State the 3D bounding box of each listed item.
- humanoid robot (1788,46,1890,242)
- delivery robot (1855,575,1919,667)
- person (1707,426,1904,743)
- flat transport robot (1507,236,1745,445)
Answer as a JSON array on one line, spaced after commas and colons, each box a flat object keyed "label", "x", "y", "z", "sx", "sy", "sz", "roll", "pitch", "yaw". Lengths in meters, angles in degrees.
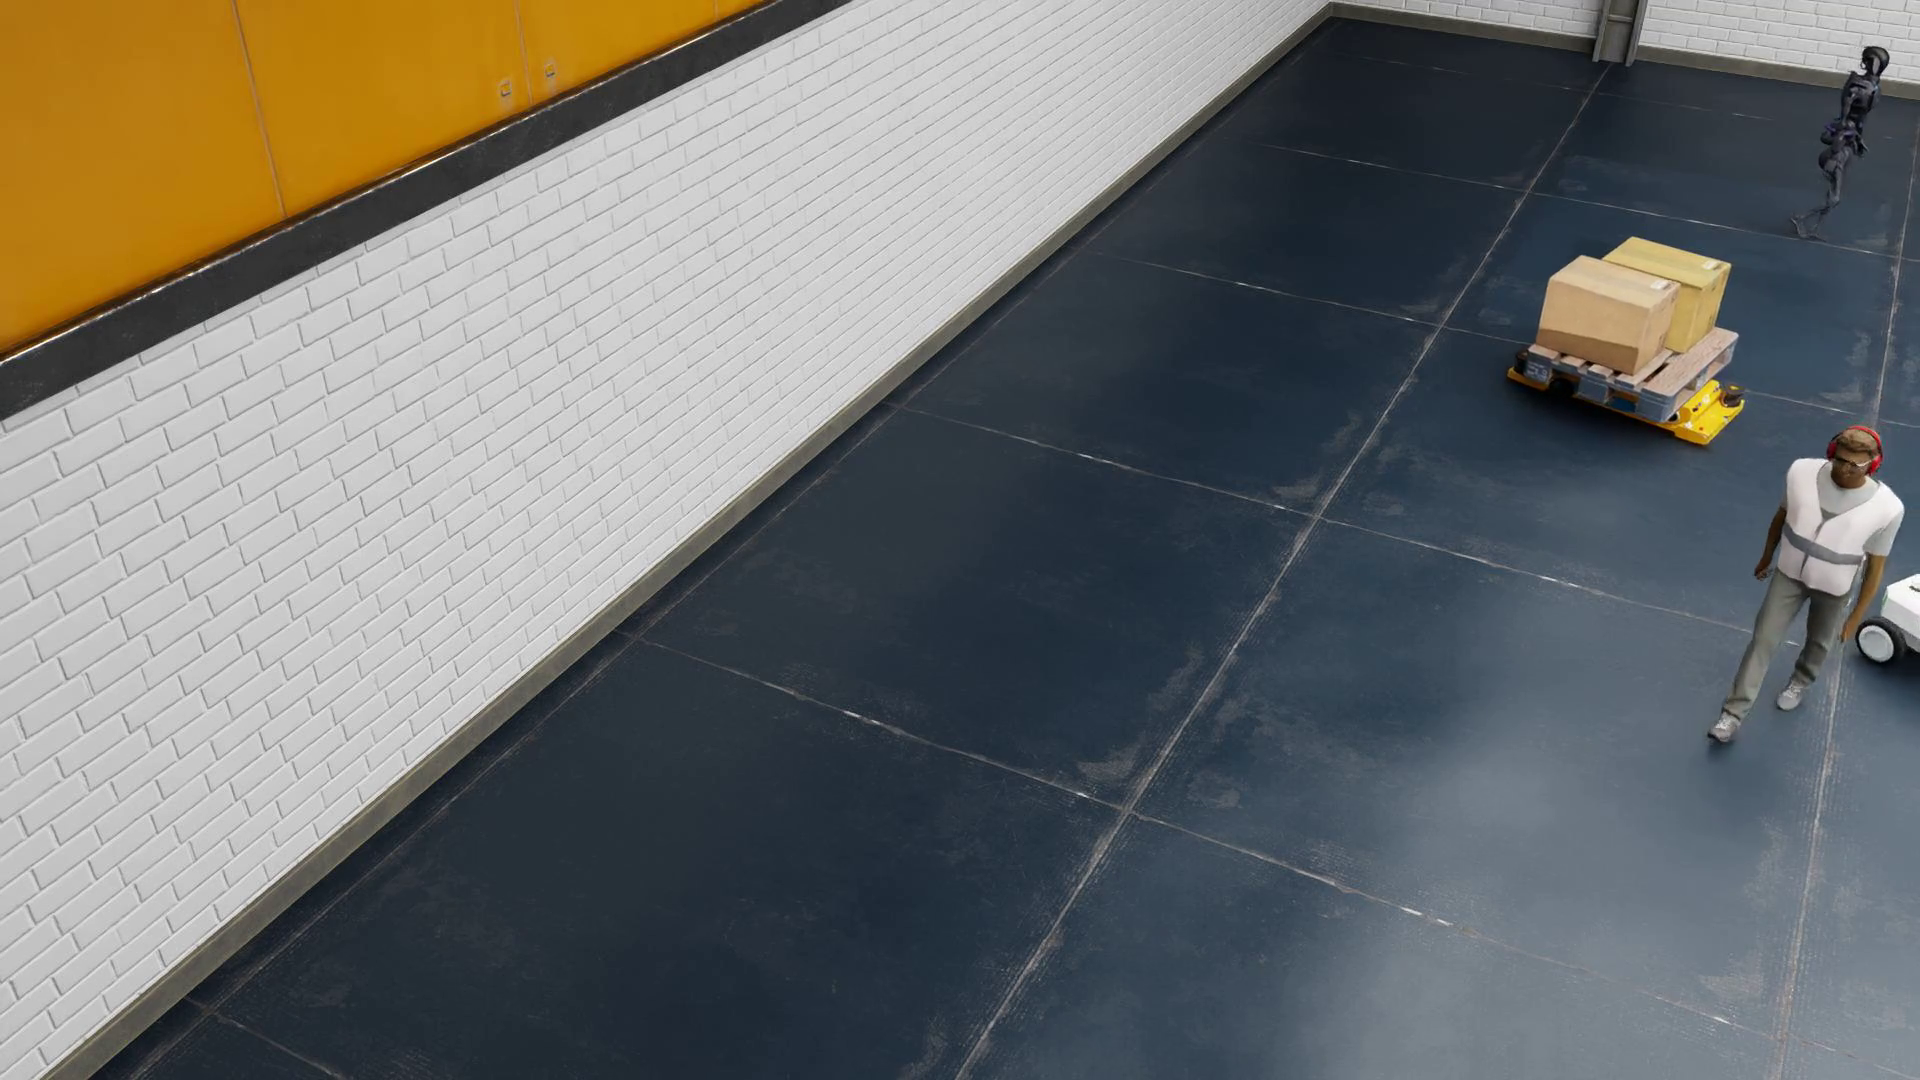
[{"label": "humanoid robot", "x": 7.151, "y": -3.208, "z": 13.494, "sx": 0.355, "sy": 1.645, "sz": 0.609, "roll": 29, "pitch": 43, "yaw": 35}, {"label": "delivery robot", "x": 5.321, "y": 0.510, "z": 8.963, "sx": 0.499, "sy": 0.595, "sz": 0.781, "roll": -16, "pitch": 37, "yaw": -23}, {"label": "person", "x": 4.216, "y": 0.225, "z": 8.265, "sx": 0.971, "sy": 1.793, "sz": 0.583, "roll": -29, "pitch": 43, "yaw": -36}, {"label": "flat transport robot", "x": 4.637, "y": -1.089, "z": 11.598, "sx": 1.431, "sy": 0.231, "sz": 0.659, "roll": 26, "pitch": 42, "yaw": 33}]
